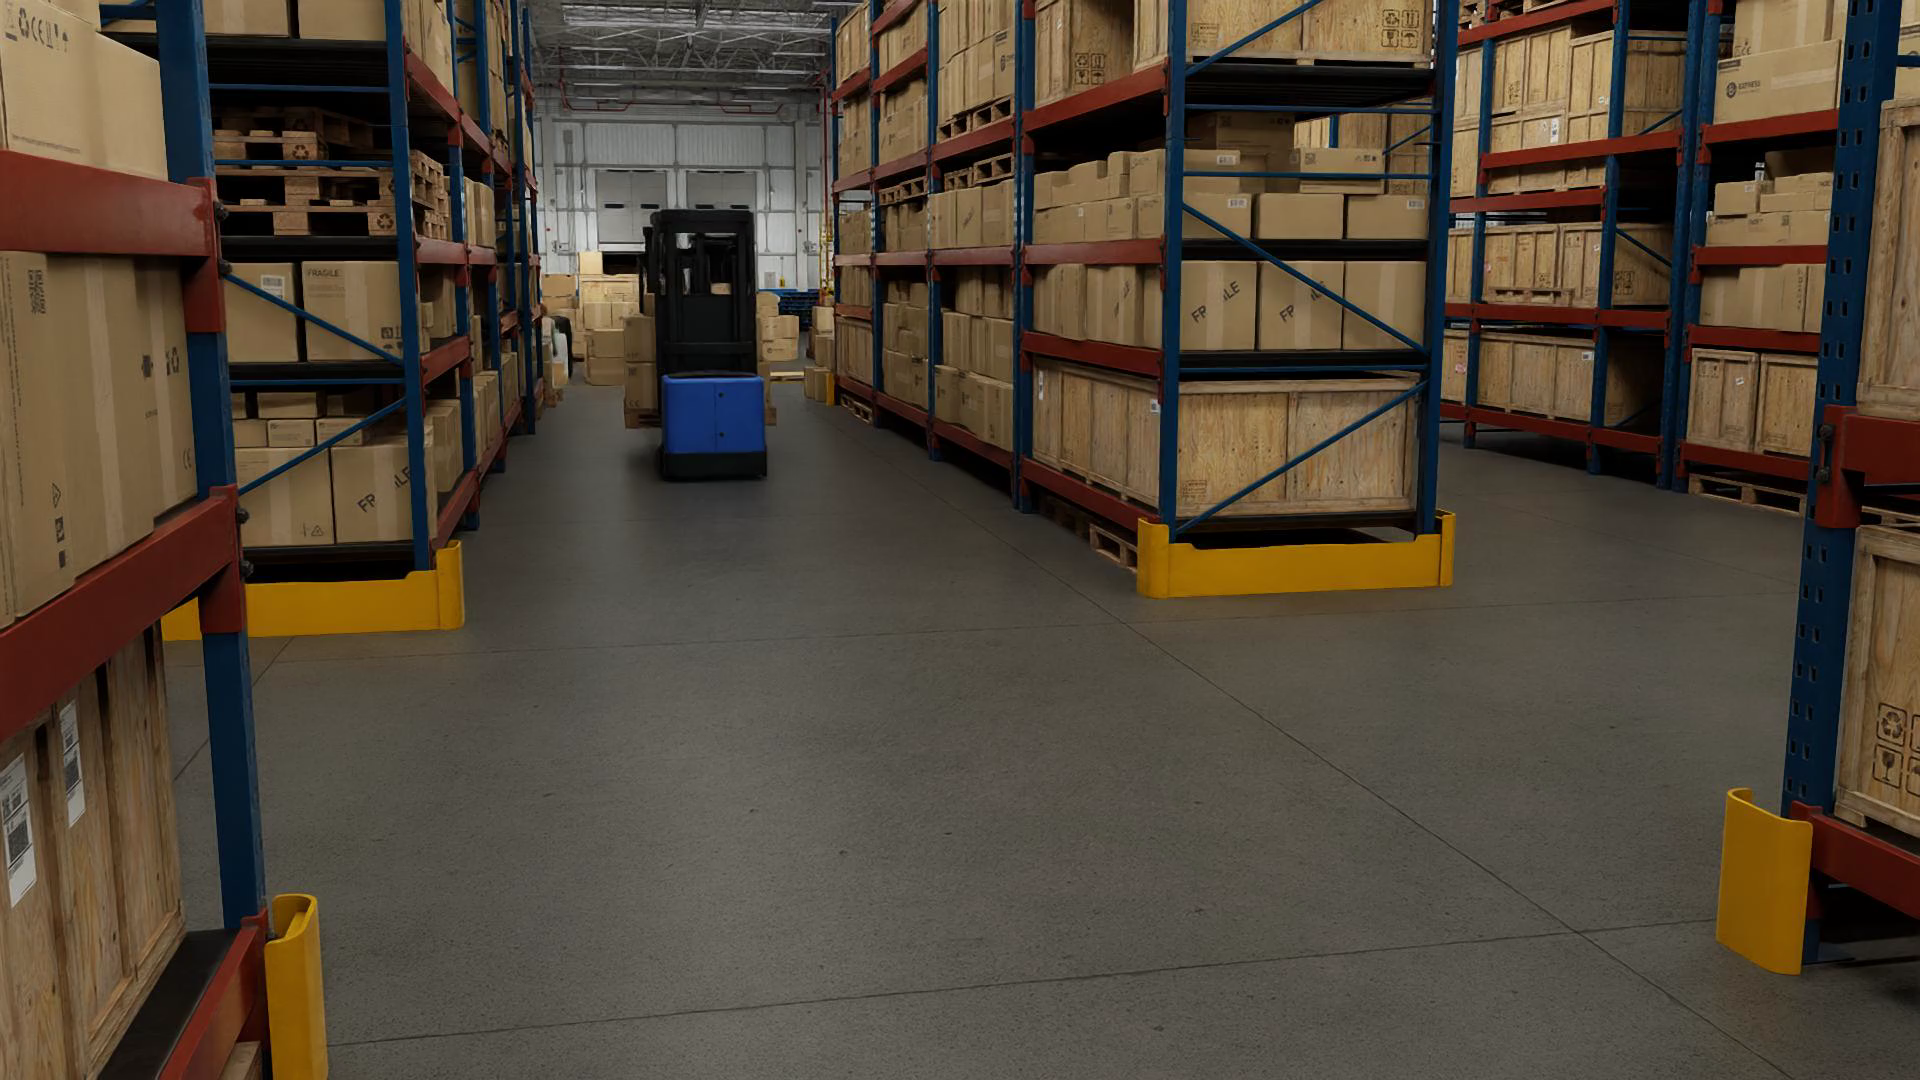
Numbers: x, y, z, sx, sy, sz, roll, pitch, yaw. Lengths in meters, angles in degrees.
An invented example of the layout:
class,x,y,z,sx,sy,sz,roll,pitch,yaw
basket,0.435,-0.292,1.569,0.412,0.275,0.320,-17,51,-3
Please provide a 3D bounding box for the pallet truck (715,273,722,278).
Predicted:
class,x,y,z,sx,sy,sz,roll,pitch,yaw
pallet truck,-8.580,-8.986,62.280,1.885,1.965,0.823,1,9,5

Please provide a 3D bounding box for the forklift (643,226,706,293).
class,x,y,z,sx,sy,sz,roll,pitch,yaw
forklift,-4.293,-3.346,25.216,1.129,2.768,1.873,-2,10,-12

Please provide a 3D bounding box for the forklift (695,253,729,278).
class,x,y,z,sx,sy,sz,roll,pitch,yaw
forklift,-6.529,-6.416,43.934,1.129,2.768,1.873,-2,10,-12

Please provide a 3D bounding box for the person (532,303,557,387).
class,x,y,z,sx,sy,sz,roll,pitch,yaw
person,-7.248,-3.277,28.711,0.855,1.595,0.516,7,11,35

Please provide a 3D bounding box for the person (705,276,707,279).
class,x,y,z,sx,sy,sz,roll,pitch,yaw
person,-8.044,-7.410,52.890,0.629,1.927,0.464,0,9,1

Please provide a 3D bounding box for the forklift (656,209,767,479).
class,x,y,z,sx,sy,sz,roll,pitch,yaw
forklift,-2.696,-2.130,17.805,1.129,2.768,1.873,-2,10,-12
